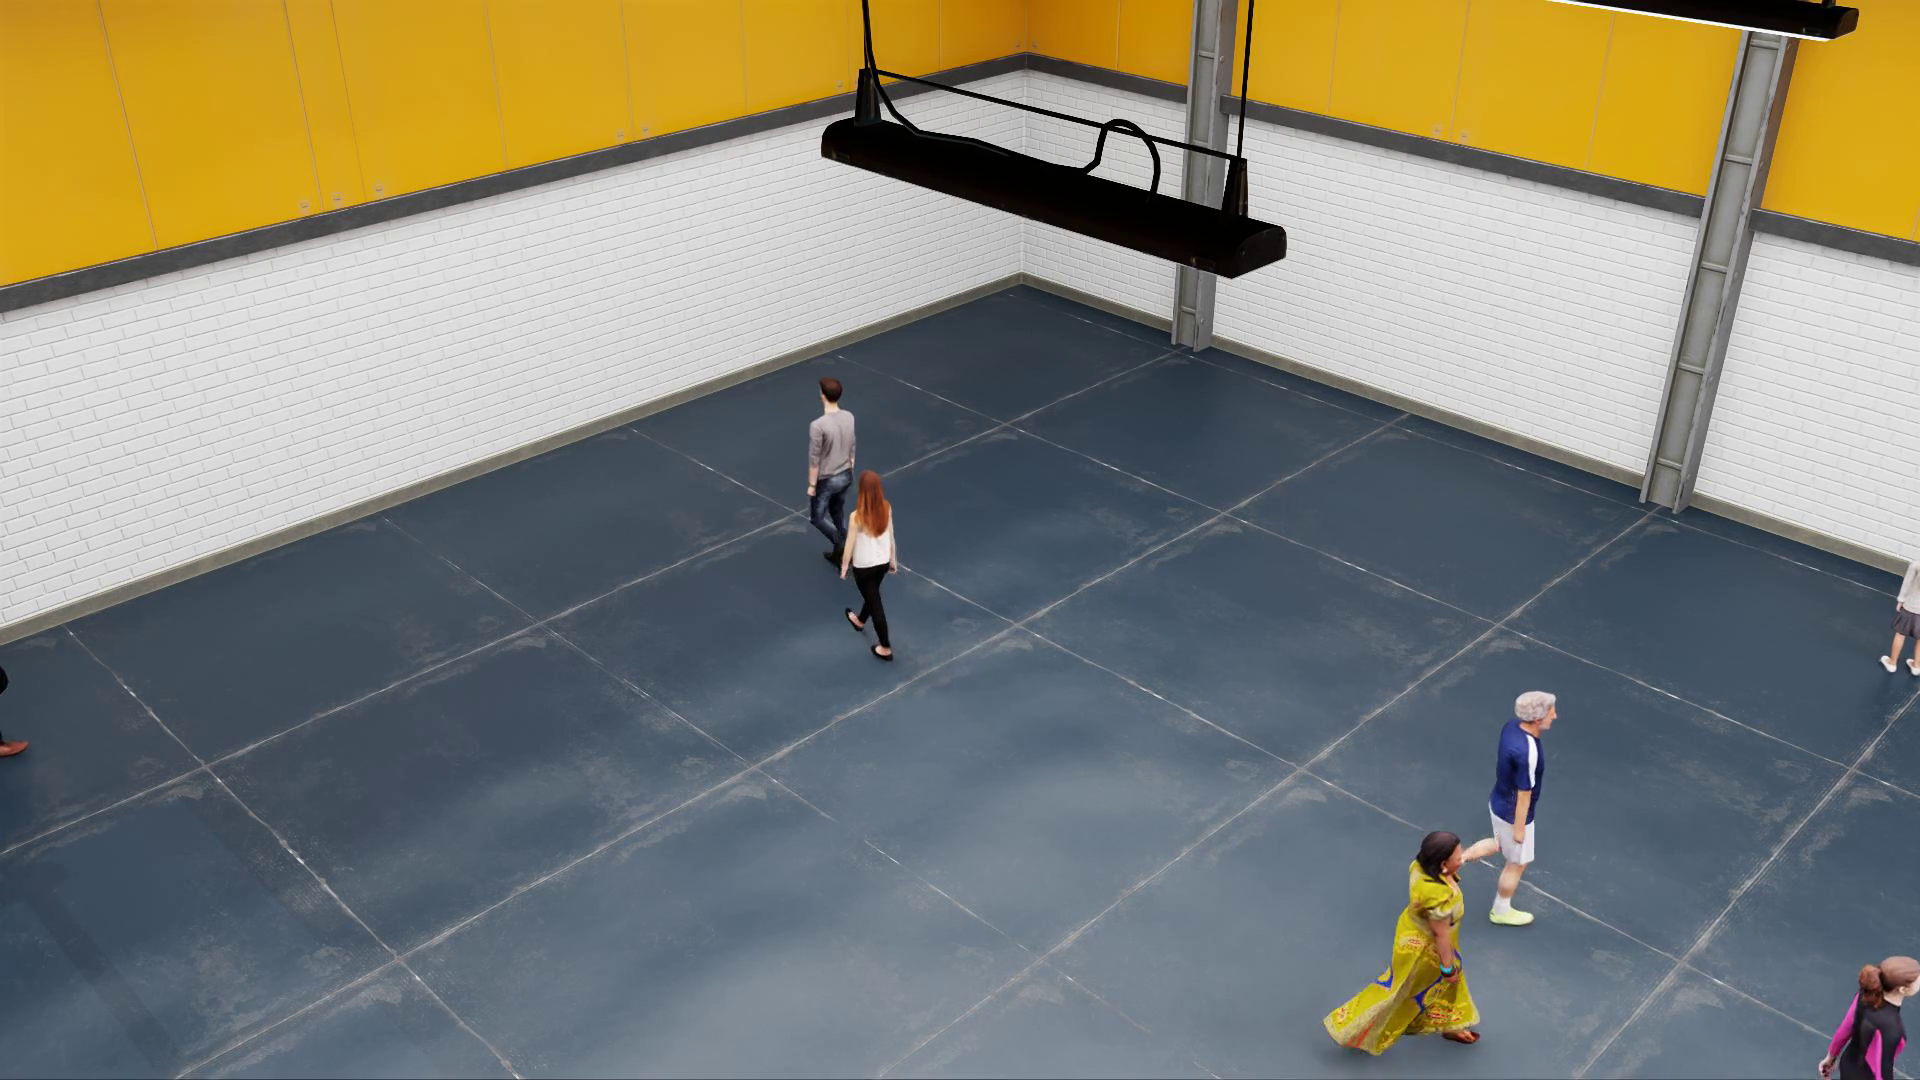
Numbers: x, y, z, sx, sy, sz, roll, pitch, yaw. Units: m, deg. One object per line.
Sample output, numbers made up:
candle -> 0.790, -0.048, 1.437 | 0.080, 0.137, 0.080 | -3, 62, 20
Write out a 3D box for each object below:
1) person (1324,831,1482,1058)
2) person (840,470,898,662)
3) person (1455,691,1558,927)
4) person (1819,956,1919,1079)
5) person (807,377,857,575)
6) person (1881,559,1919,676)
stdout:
person -> 2.667, 2.437, 9.879 | 1.330, 1.615, 1.184 | 4, 29, 8
person -> -0.675, 0.251, 13.804 | 0.642, 1.695, 0.977 | -23, 36, -36
person -> 3.543, 1.754, 10.914 | 1.043, 1.822, 0.949 | 3, 29, 6
person -> 4.721, 2.920, 8.916 | 1.211, 1.689, 1.033 | 5, 29, 9
person -> -1.104, -0.530, 15.032 | 0.689, 1.889, 0.810 | -25, 38, -38
person -> 7.935, 0.523, 13.743 | 0.585, 1.275, 0.657 | 5, 29, 9
